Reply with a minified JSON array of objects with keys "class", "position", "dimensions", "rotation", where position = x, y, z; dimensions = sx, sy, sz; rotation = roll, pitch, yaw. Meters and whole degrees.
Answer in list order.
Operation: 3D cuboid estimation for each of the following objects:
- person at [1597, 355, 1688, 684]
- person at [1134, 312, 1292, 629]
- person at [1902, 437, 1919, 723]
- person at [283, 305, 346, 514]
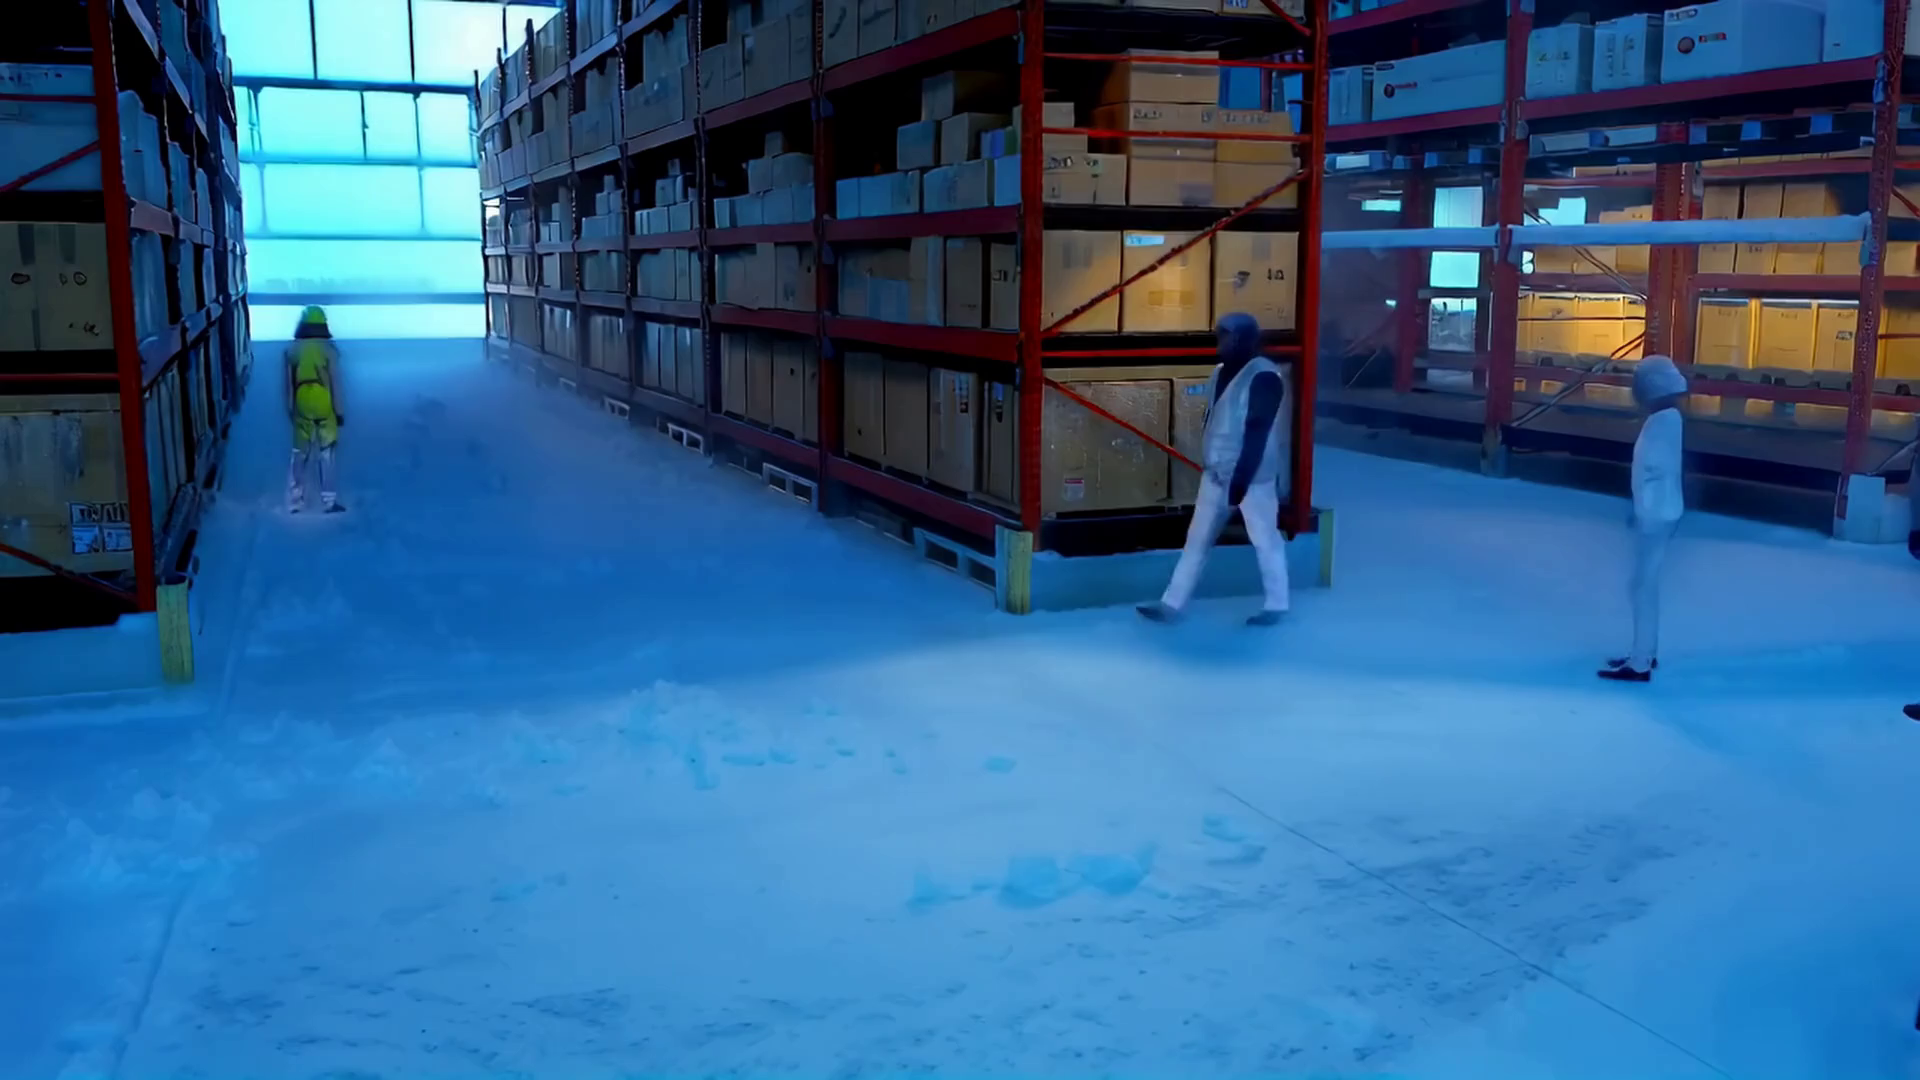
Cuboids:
[{"class":"person","position":[3.394,-0.102,8.226],"dimensions":[0.336,1.623,0.511],"rotation":[5,11,29]},{"class":"person","position":[1.474,-0.364,9.285],"dimensions":[0.944,1.795,0.626],"rotation":[-4,10,-25]},{"class":"person","position":[4.520,-0.091,7.357],"dimensions":[0.651,1.899,0.398],"rotation":[1,10,6]},{"class":"person","position":[-5.347,-1.077,13.790],"dimensions":[0.482,1.725,0.419],"rotation":[1,10,8]}]
